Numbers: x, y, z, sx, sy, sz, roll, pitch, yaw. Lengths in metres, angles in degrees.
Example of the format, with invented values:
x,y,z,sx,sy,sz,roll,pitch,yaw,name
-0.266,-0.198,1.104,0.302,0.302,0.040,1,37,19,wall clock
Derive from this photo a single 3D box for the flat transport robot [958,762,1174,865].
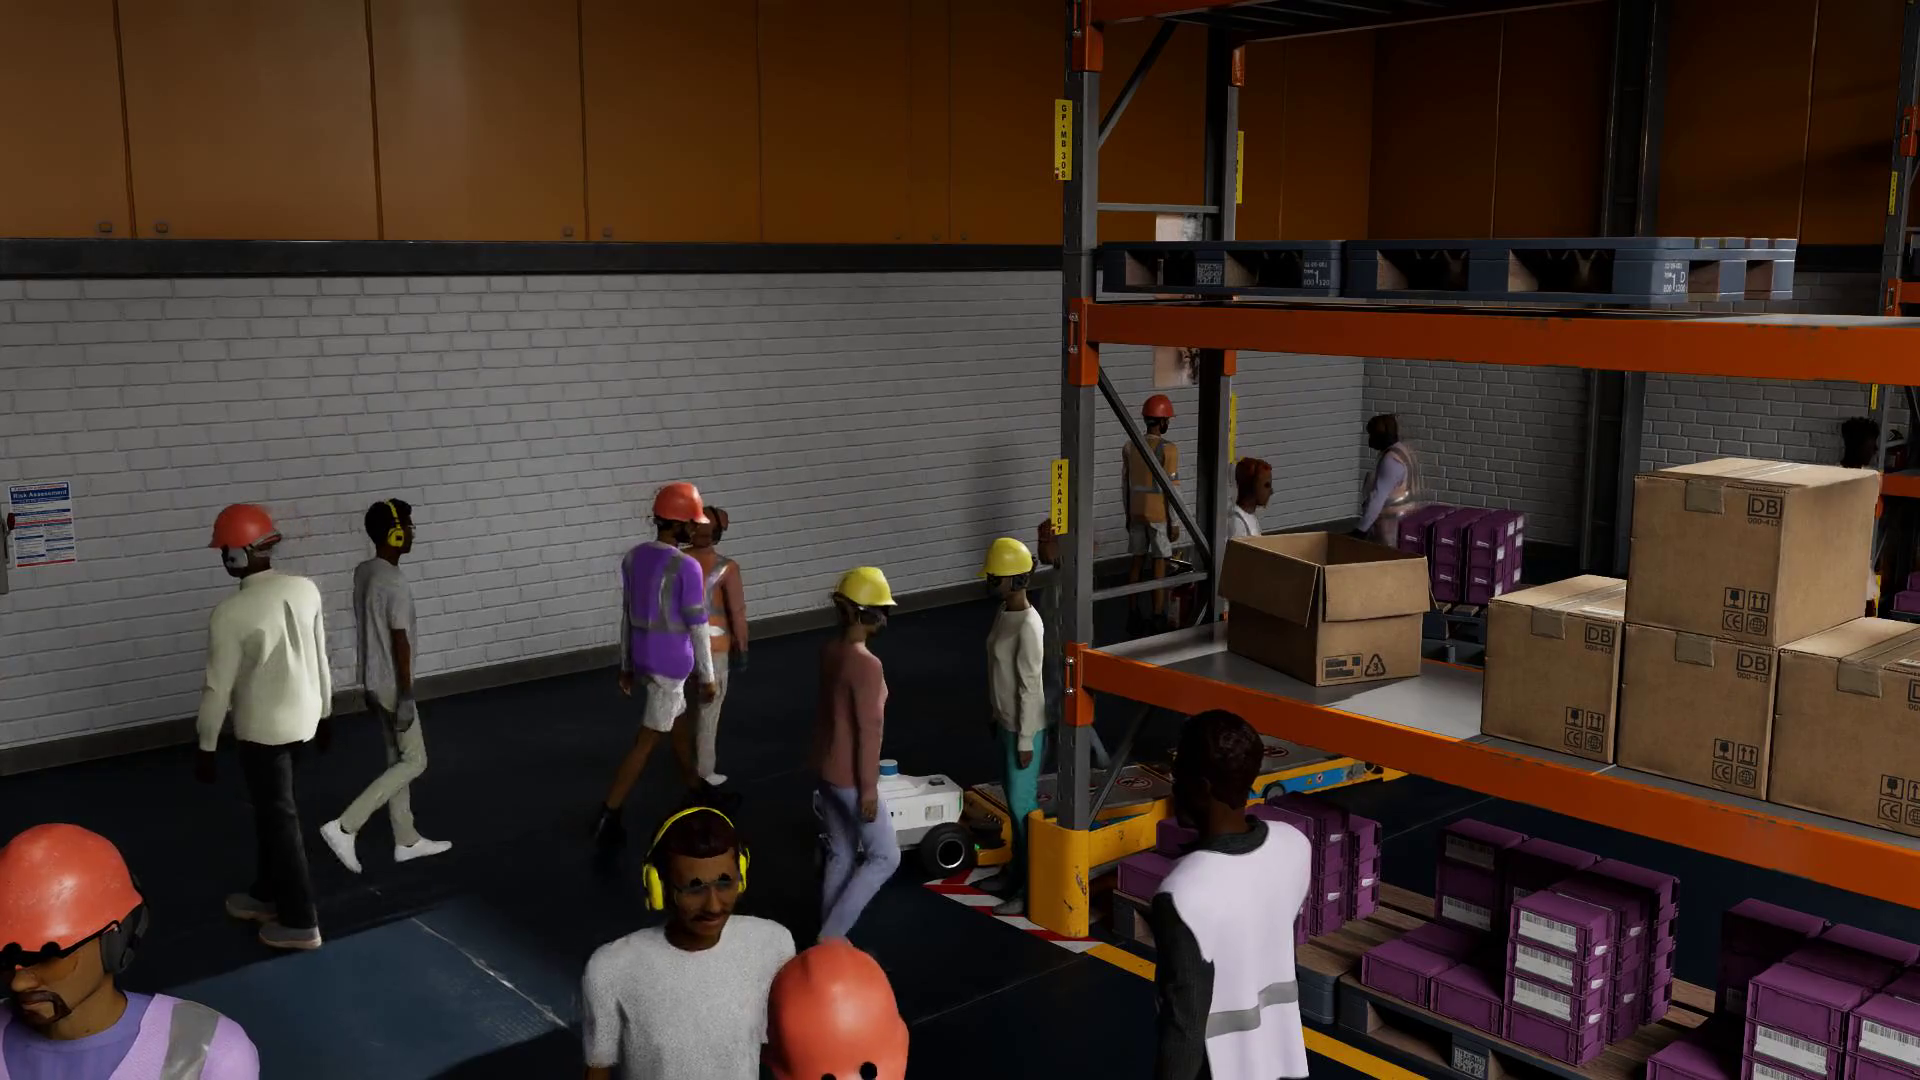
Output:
x,y,z,sx,sy,sz,roll,pitch,yaw,name
0.600,1.417,8.757,1.431,0.197,0.652,-4,11,-24,flat transport robot

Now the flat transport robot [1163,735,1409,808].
x,y,z,sx,sy,sz,roll,pitch,yaw,name
1.828,1.287,9.519,1.431,0.197,0.652,-6,11,-31,flat transport robot

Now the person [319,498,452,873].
x,y,z,sx,sy,sz,roll,pitch,yaw,name
-2.862,0.727,8.174,0.612,1.858,0.518,-9,13,-43,person

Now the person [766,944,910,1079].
x,y,z,sx,sy,sz,roll,pitch,yaw,name
-0.188,1.588,2.953,0.674,1.909,0.482,-6,11,-30,person

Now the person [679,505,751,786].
x,y,z,sx,sy,sz,roll,pitch,yaw,name
-1.428,0.609,9.525,0.551,1.620,0.471,6,11,30,person

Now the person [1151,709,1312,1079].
x,y,z,sx,sy,sz,roll,pitch,yaw,name
0.668,1.369,4.219,0.390,1.920,0.587,8,13,40,person

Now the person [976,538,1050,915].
x,y,z,sx,sy,sz,roll,pitch,yaw,name
0.239,0.856,7.706,0.340,1.760,0.530,-2,10,-10,person

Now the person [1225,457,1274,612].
x,y,z,sx,sy,sz,roll,pitch,yaw,name
1.687,0.447,9.780,0.699,1.856,0.617,4,10,21,person

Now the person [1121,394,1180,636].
x,y,z,sx,sy,sz,roll,pitch,yaw,name
1.559,-0.203,13.372,0.373,1.934,0.551,-9,13,-42,person

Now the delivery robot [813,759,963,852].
x,y,z,sx,sy,sz,roll,pitch,yaw,name
-0.356,1.325,8.189,0.707,0.478,0.477,-4,10,-22,delivery robot

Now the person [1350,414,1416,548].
x,y,z,sx,sy,sz,roll,pitch,yaw,name
3.380,-0.112,13.291,0.932,1.782,0.613,2,10,11,person

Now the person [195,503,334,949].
x,y,z,sx,sy,sz,roll,pitch,yaw,name
-3.144,0.814,7.302,0.756,1.967,0.636,3,10,16,person

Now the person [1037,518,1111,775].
x,y,z,sx,sy,sz,roll,pitch,yaw,name
0.555,0.667,9.226,0.710,1.606,0.516,2,10,10,person

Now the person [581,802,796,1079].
x,y,z,sx,sy,sz,roll,pitch,yaw,name
-0.553,1.498,3.711,0.549,1.830,0.880,-6,11,-30,person

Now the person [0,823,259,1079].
x,y,z,sx,sy,sz,roll,pitch,yaw,name
-1.584,1.504,3.067,0.608,2.044,0.373,-1,10,-4,person

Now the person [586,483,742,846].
x,y,z,sx,sy,sz,roll,pitch,yaw,name
-1.563,0.638,8.651,0.561,1.881,1.008,9,13,41,person

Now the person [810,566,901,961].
x,y,z,sx,sy,sz,roll,pitch,yaw,name
-0.452,0.981,6.973,0.418,1.751,0.545,-5,11,-27,person

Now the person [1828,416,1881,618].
x,y,z,sx,sy,sz,roll,pitch,yaw,name
6.114,0.107,11.527,0.644,1.945,0.426,-3,10,-19,person
